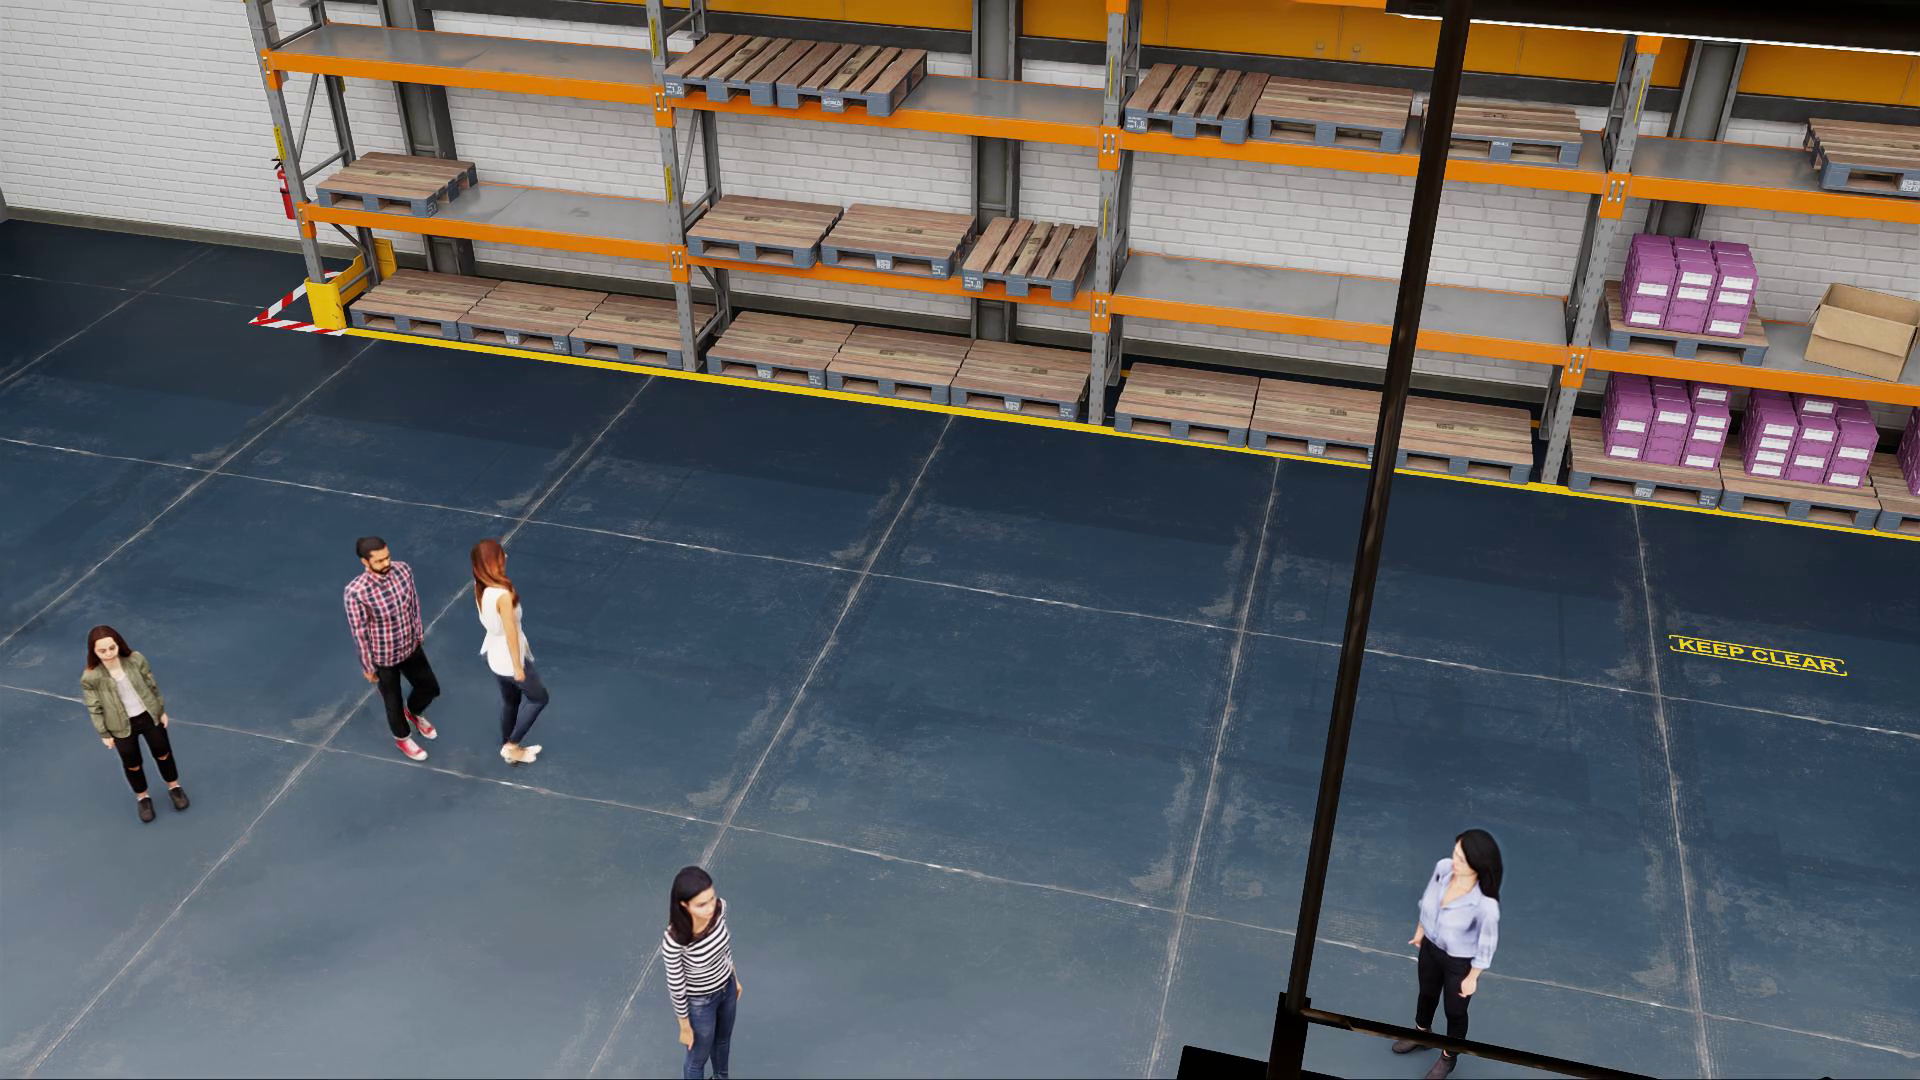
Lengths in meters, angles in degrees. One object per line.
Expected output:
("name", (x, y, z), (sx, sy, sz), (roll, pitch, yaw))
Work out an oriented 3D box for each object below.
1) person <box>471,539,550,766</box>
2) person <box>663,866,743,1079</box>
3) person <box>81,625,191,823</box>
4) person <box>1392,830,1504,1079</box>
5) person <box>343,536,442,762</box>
("person", (-3.044, 0.799, 10.870), (0.794, 1.773, 0.716), (-23, 40, -31))
("person", (-1.297, 2.352, 8.512), (0.588, 1.796, 0.645), (20, 38, 27))
("person", (-5.273, 1.147, 10.614), (0.650, 1.475, 0.680), (-24, 41, -32))
("person", (2.598, 2.201, 8.787), (0.772, 1.743, 0.729), (-15, 37, -21))
("person", (-3.824, 0.686, 11.059), (0.795, 1.750, 0.793), (25, 41, 32))
